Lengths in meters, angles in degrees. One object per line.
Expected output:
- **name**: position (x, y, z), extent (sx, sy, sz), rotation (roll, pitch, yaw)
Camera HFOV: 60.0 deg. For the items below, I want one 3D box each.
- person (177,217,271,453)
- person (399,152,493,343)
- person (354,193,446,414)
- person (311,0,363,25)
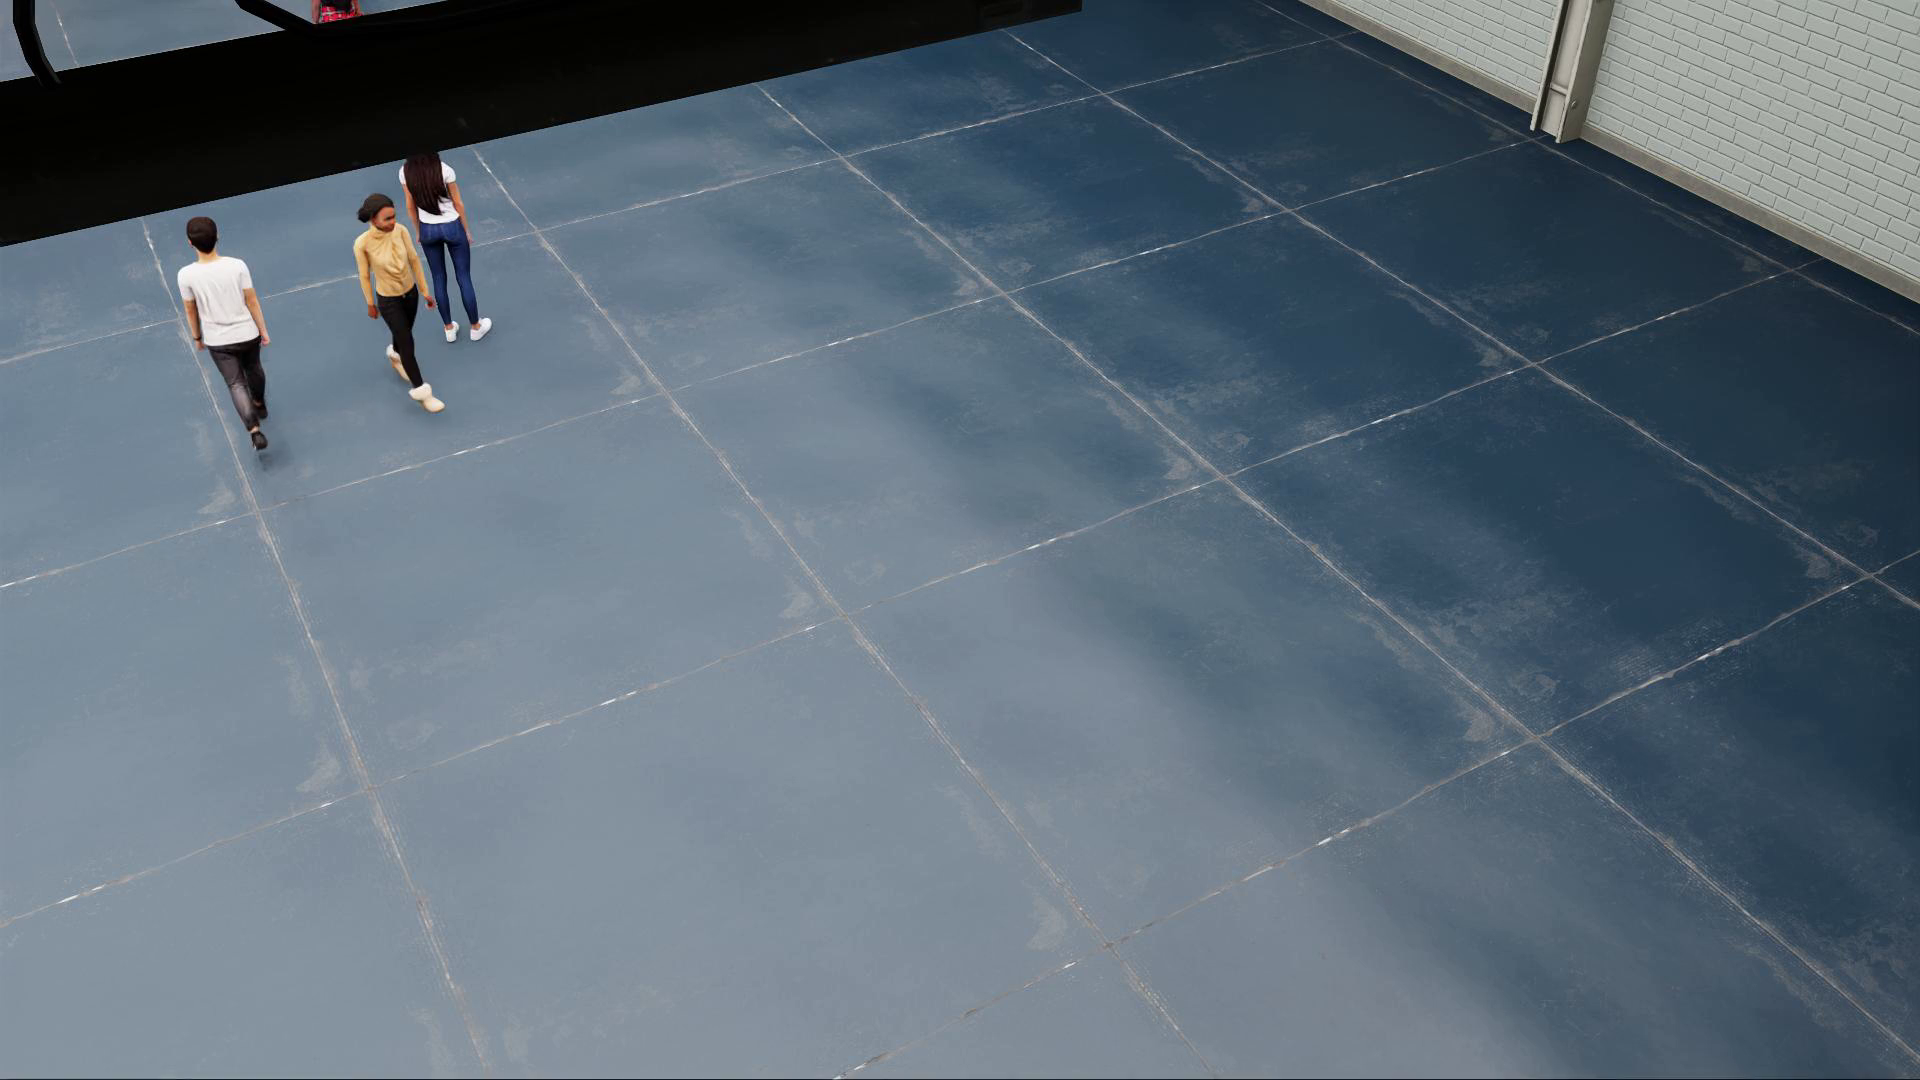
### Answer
- **person**: position (-5.084, -1.405, 11.610), extent (0.624, 1.687, 1.074), rotation (-20, 42, -23)
- **person**: position (-3.960, -2.332, 12.724), extent (0.669, 1.775, 0.684), rotation (2, 38, 2)
- **person**: position (-4.156, -1.795, 12.171), extent (1.164, 1.611, 0.812), rotation (30, 47, 33)
- **person**: position (-5.933, -4.935, 16.132), extent (1.254, 1.674, 1.002), rotation (21, 43, 24)
